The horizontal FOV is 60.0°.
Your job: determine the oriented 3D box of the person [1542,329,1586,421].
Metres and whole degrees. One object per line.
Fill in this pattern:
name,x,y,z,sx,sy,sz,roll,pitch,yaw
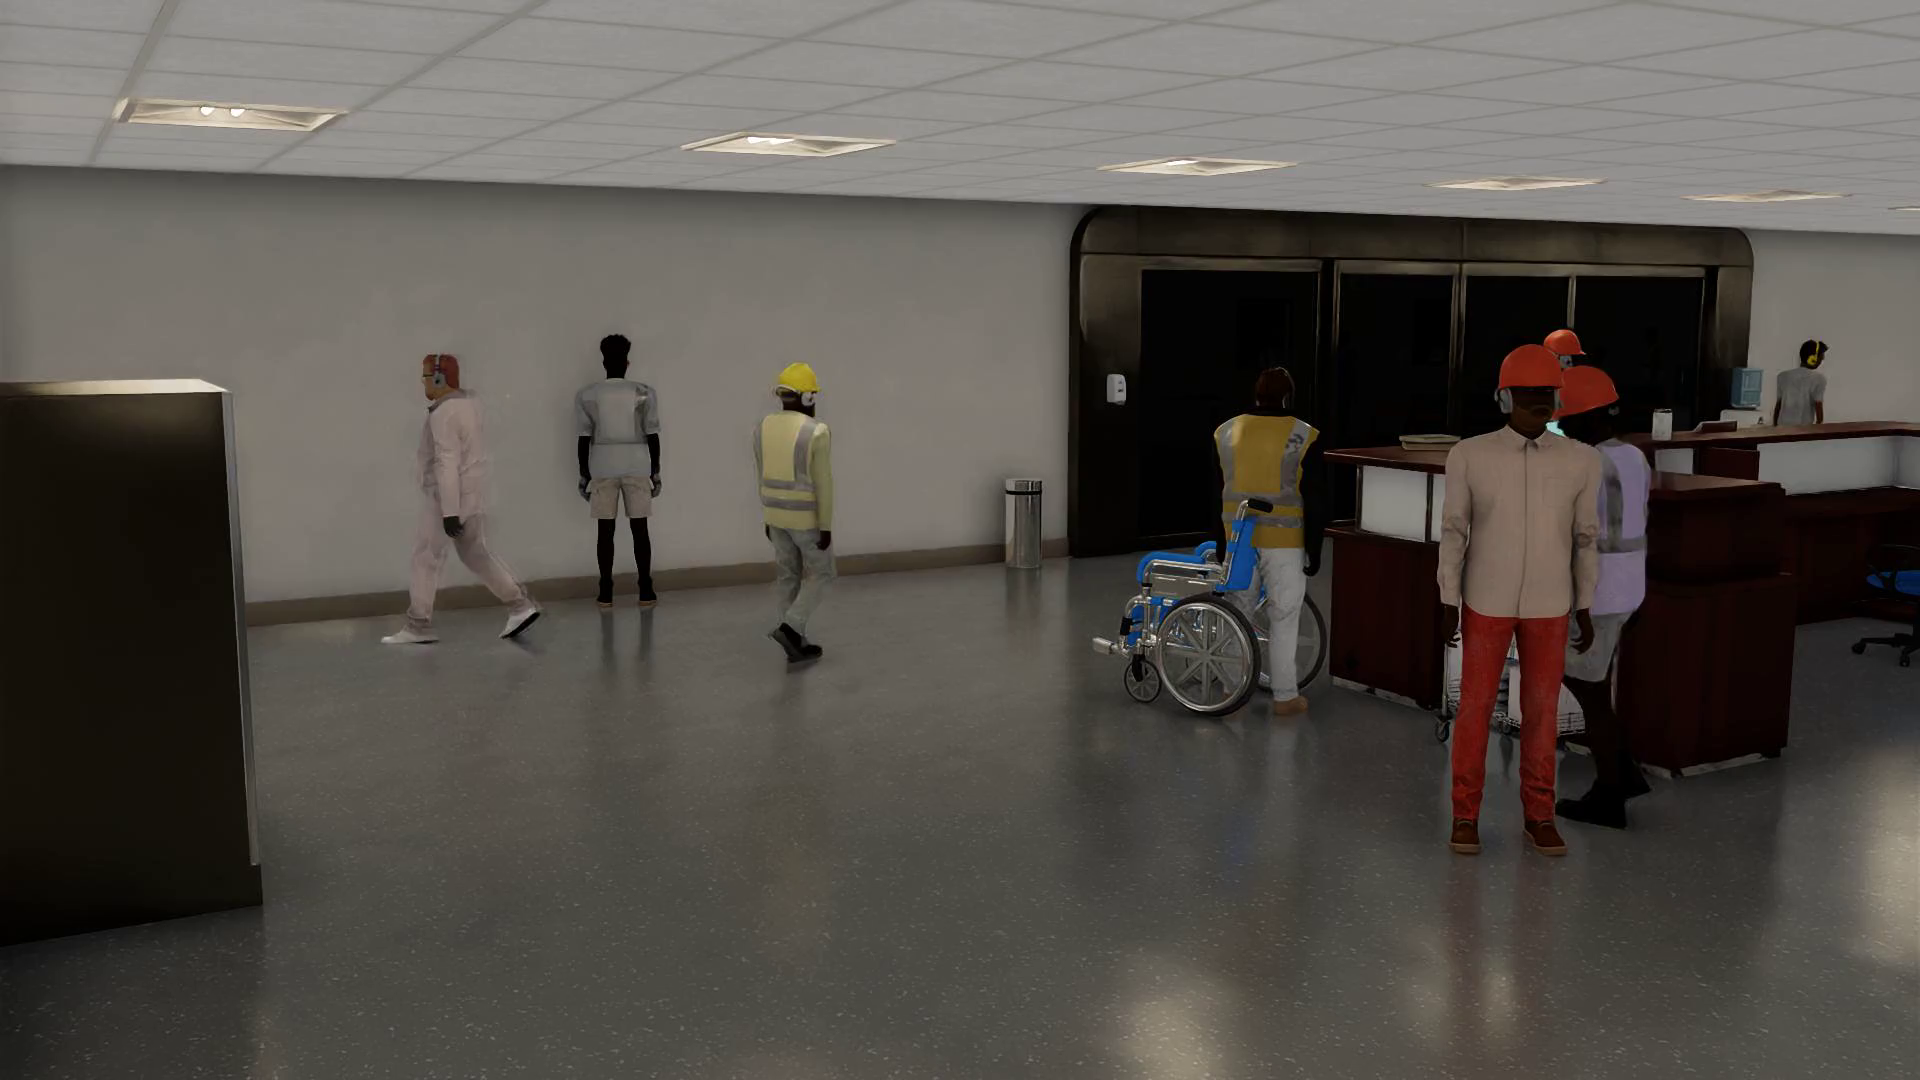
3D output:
person,4.145,-0.469,11.637,0.395,1.994,0.612,-3,8,-18

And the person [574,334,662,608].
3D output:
person,-2.436,-0.489,11.908,0.600,1.958,0.379,-1,8,-10

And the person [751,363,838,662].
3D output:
person,-0.989,-0.146,9.923,0.600,1.815,0.471,5,9,34

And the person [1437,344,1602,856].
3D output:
person,2.181,0.238,6.508,0.611,1.997,0.375,1,8,5

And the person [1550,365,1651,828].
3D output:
person,2.623,0.236,6.870,0.460,1.900,0.574,7,10,41

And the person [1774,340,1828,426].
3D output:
person,8.114,-1.019,16.152,0.415,1.847,0.552,-7,11,-42

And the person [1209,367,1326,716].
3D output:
person,1.623,0.009,8.773,0.633,1.835,0.429,5,9,30

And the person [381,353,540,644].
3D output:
person,-3.196,-0.264,10.617,0.947,1.865,0.653,0,8,-1
